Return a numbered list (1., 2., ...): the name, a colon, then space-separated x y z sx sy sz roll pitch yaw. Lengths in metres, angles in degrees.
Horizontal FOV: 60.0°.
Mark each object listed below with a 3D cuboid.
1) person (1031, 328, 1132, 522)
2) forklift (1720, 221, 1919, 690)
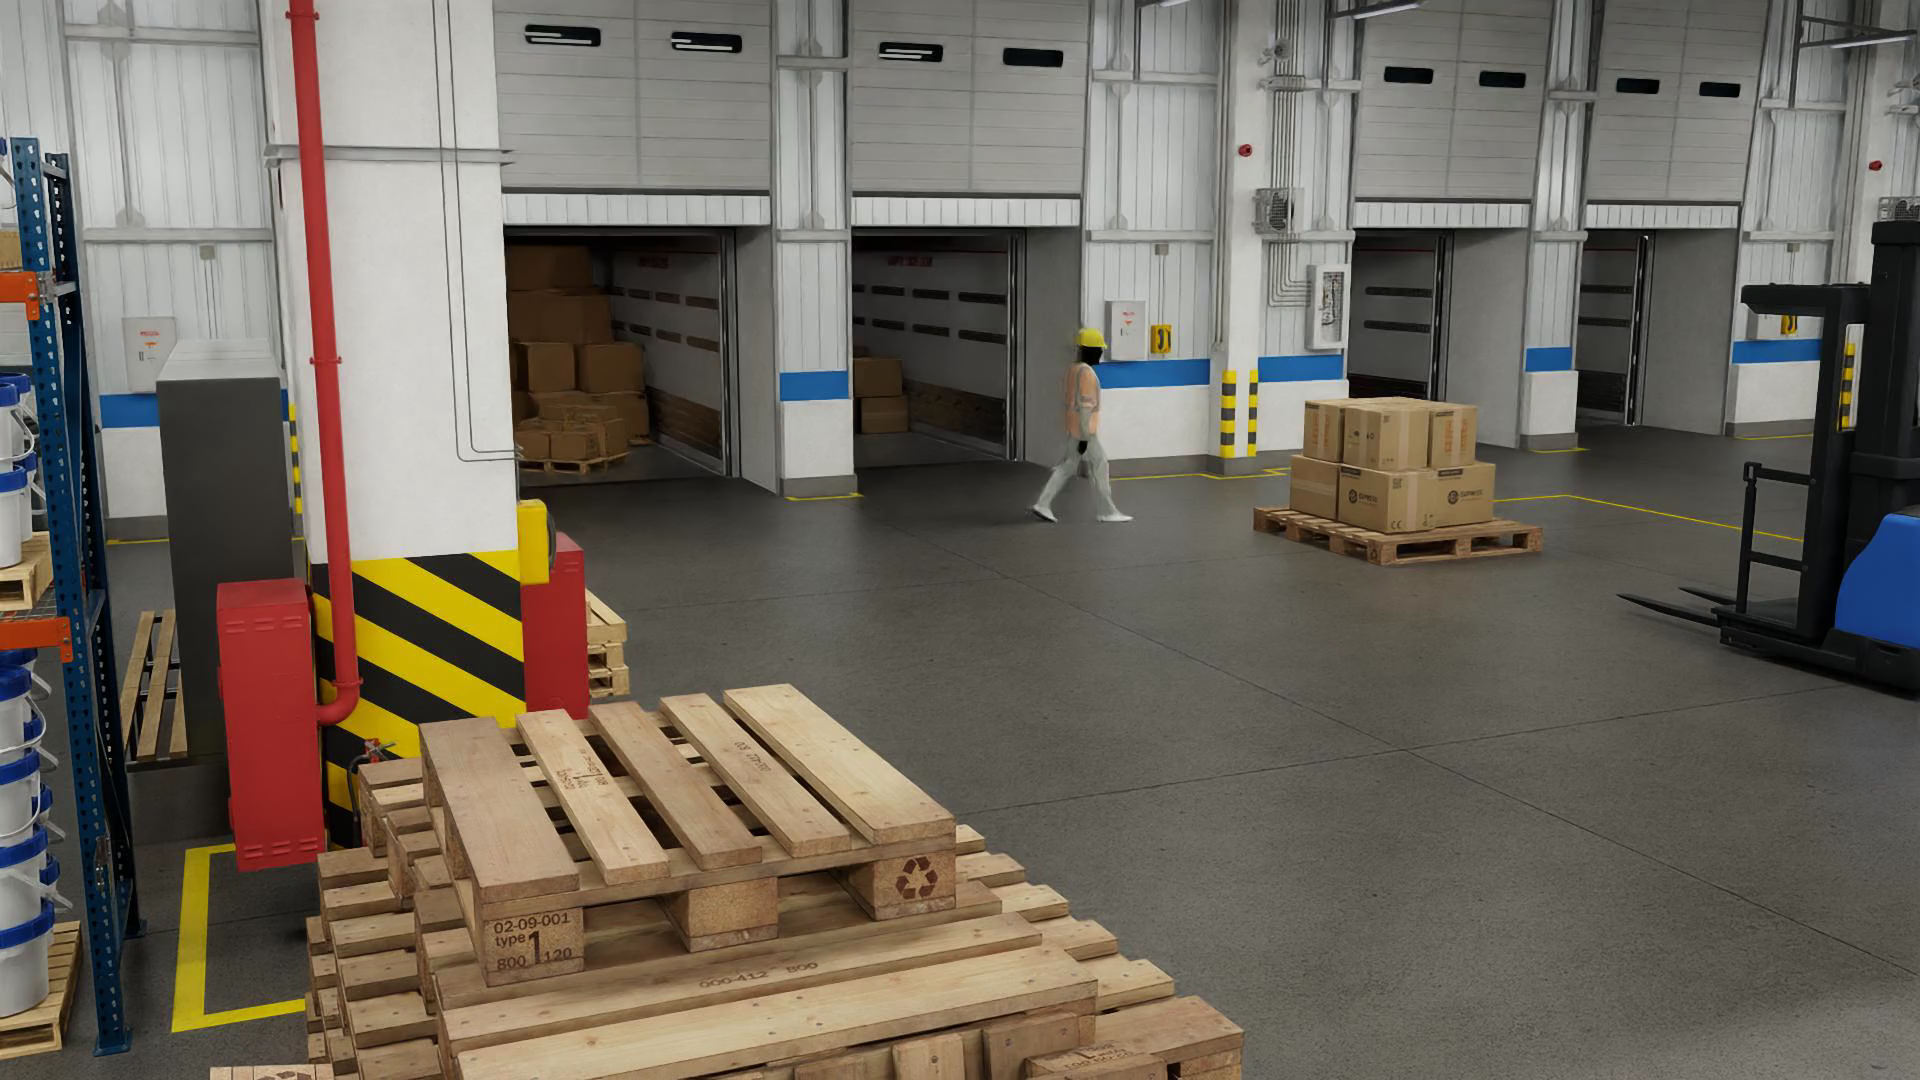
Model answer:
1. person: 1.148 -1.086 15.923 0.953 1.889 0.605 -2 11 -13
2. forklift: 5.949 -0.550 10.218 1.129 2.768 1.873 -4 11 -23
